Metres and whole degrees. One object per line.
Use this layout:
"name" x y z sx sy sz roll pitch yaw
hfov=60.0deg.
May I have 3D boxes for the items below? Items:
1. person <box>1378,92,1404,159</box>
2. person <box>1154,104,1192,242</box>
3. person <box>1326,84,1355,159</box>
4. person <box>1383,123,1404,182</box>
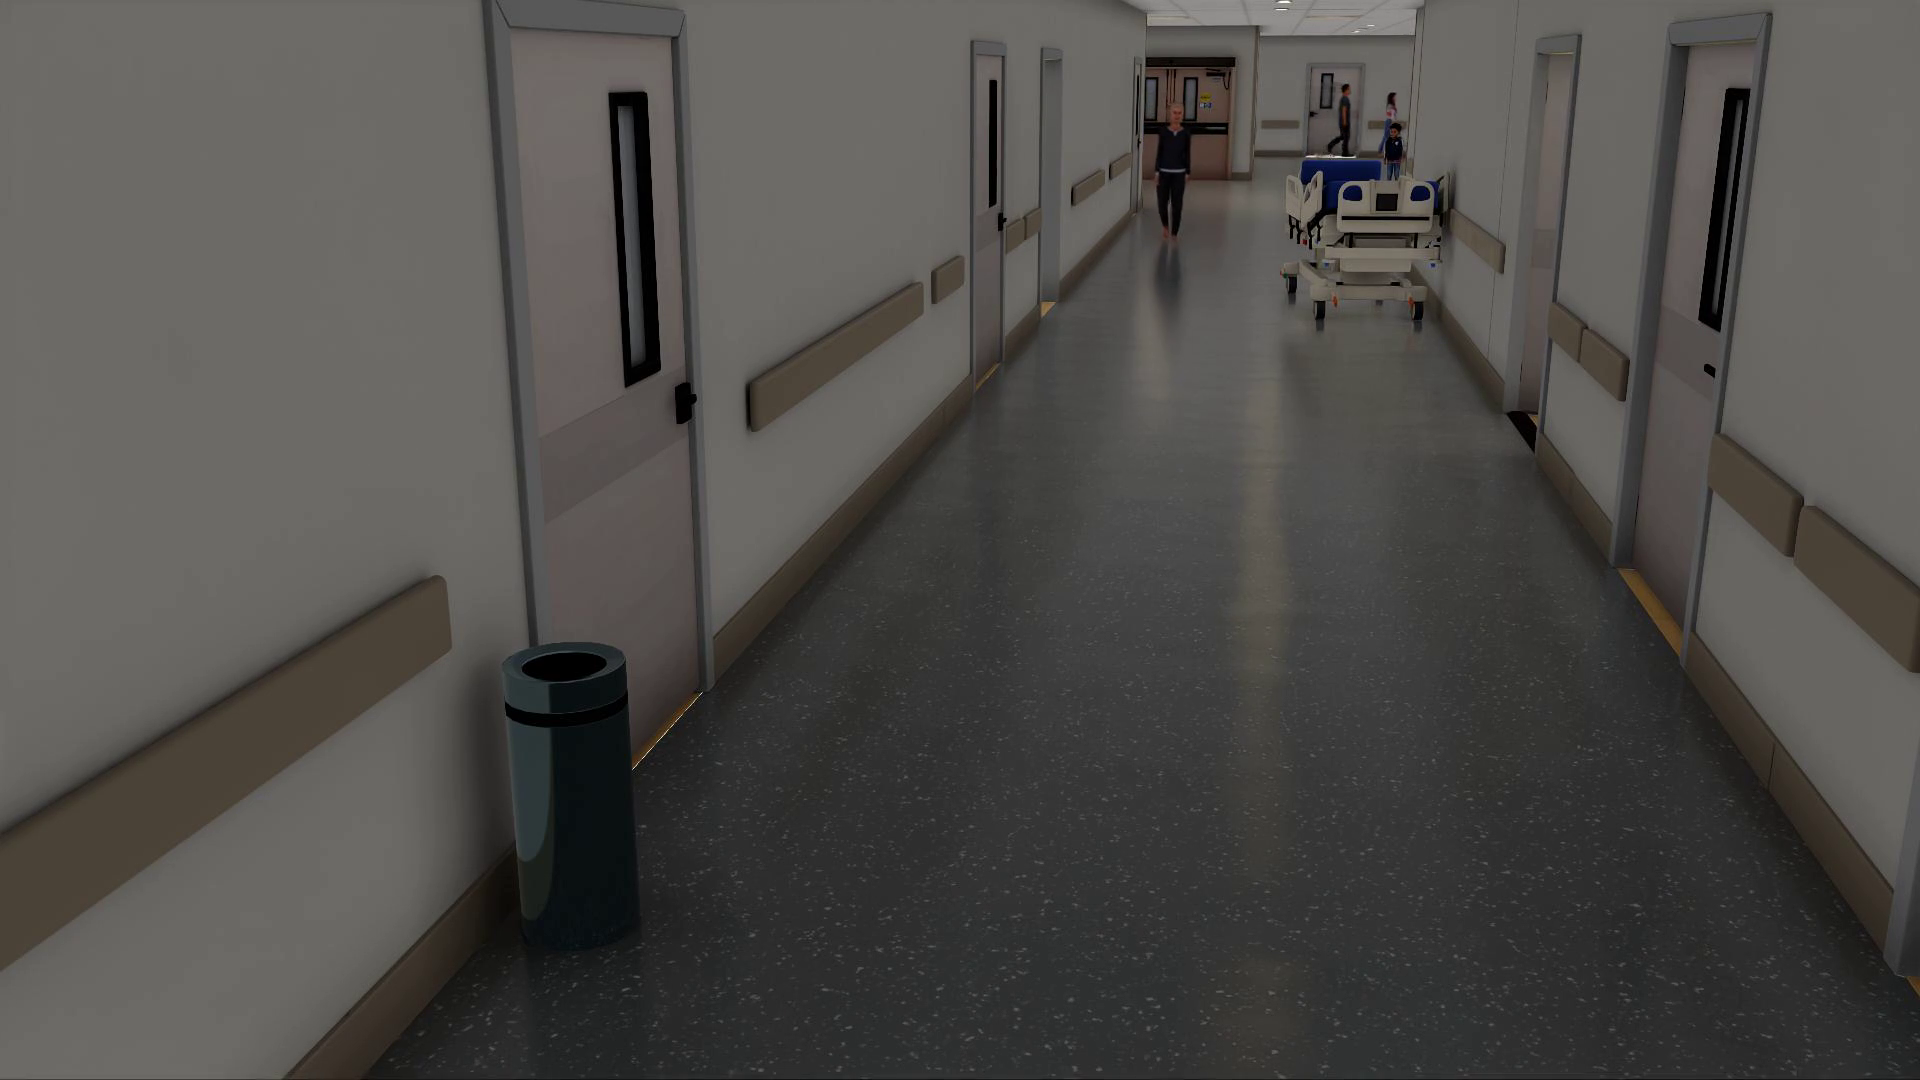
"person" 10.688 -10.376 41.674 0.843 1.588 0.635 4 16 13
"person" 2.714 -4.721 21.419 0.972 1.696 0.650 3 16 10
"person" 9.589 -10.535 41.862 0.909 1.792 0.655 3 16 10
"person" 7.857 -6.919 30.086 0.528 1.222 0.635 11 19 33
